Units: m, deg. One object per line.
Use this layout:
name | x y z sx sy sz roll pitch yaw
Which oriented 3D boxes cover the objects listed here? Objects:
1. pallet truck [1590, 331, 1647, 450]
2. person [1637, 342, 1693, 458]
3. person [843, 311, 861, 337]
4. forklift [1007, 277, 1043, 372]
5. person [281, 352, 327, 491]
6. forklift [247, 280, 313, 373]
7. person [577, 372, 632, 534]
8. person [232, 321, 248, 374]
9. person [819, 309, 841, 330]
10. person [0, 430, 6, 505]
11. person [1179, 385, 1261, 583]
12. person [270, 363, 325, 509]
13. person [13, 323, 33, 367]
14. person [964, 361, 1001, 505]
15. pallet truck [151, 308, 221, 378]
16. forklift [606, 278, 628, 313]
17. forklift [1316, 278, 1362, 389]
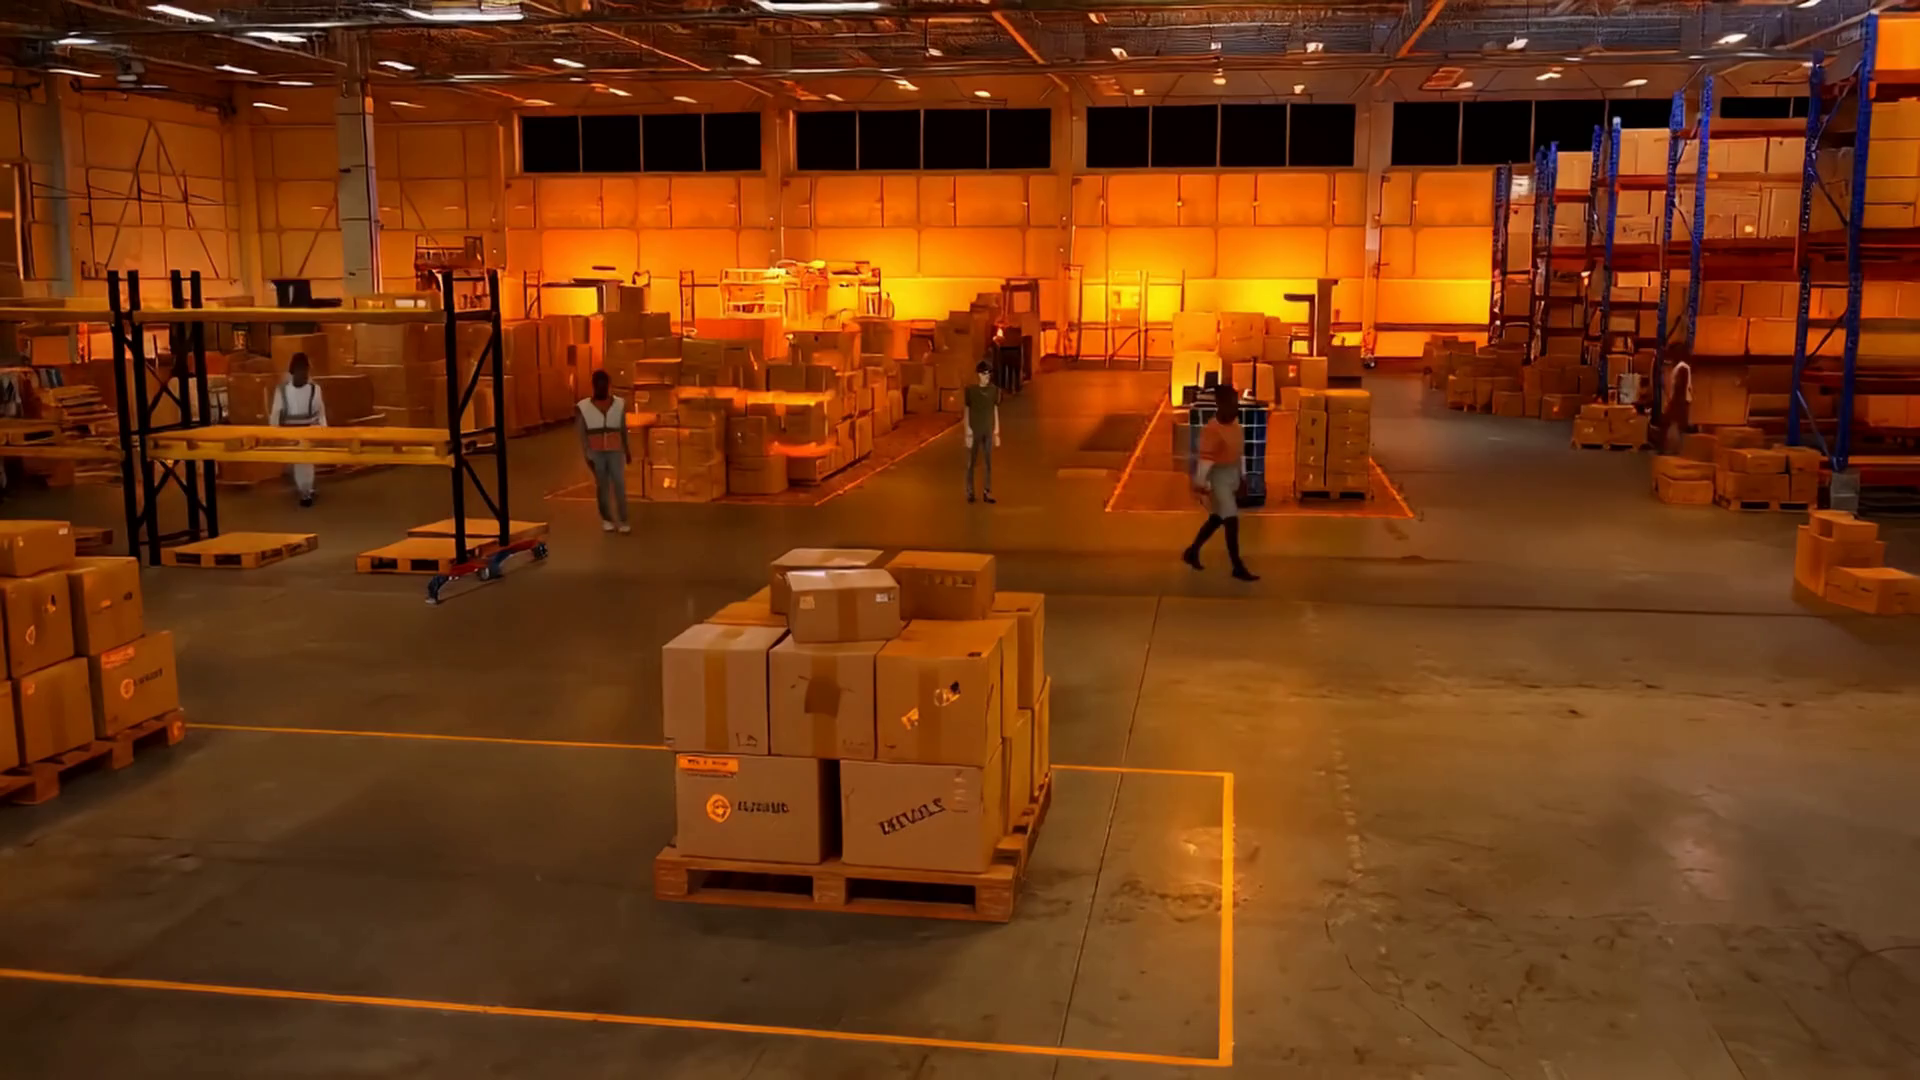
pallet truck | 11.253 -2.573 28.499 0.823 1.965 1.885 5 10 27
person | 11.329 -2.211 26.602 0.908 1.880 0.625 3 10 16
person | -2.961 -5.238 45.171 0.542 1.928 0.399 -6 11 -33
forklift | 1.880 -6.477 49.863 1.129 2.768 1.873 1 9 9
person | -9.044 -1.633 22.954 0.654 1.911 0.546 8 12 40
forklift | -14.370 -4.231 36.009 1.873 2.768 1.129 1 9 8
person | -4.060 -0.986 19.117 0.626 1.872 0.850 -4 10 -22
person | -19.941 -5.250 46.107 0.511 1.641 0.308 4 10 25
person | -3.732 -5.674 47.869 0.643 1.923 0.704 0 9 1
person | -9.588 -0.506 16.218 0.506 1.847 0.346 -5 11 -29
person | 2.551 -0.572 16.381 0.960 1.928 0.616 8 12 40
person | -8.495 -1.329 21.300 0.692 1.840 0.635 -3 10 -20
person | -19.512 -3.554 34.735 0.357 1.938 0.542 -2 9 -13
person | 0.292 -1.390 21.596 0.507 1.872 0.329 -4 10 -21
pallet truck | -21.869 -5.598 47.154 0.823 1.965 1.885 4 10 26
forklift | -9.360 -5.770 45.499 1.873 2.768 1.129 0 9 3
forklift | 9.362 -5.315 42.694 1.873 2.768 1.129 1 9 9
